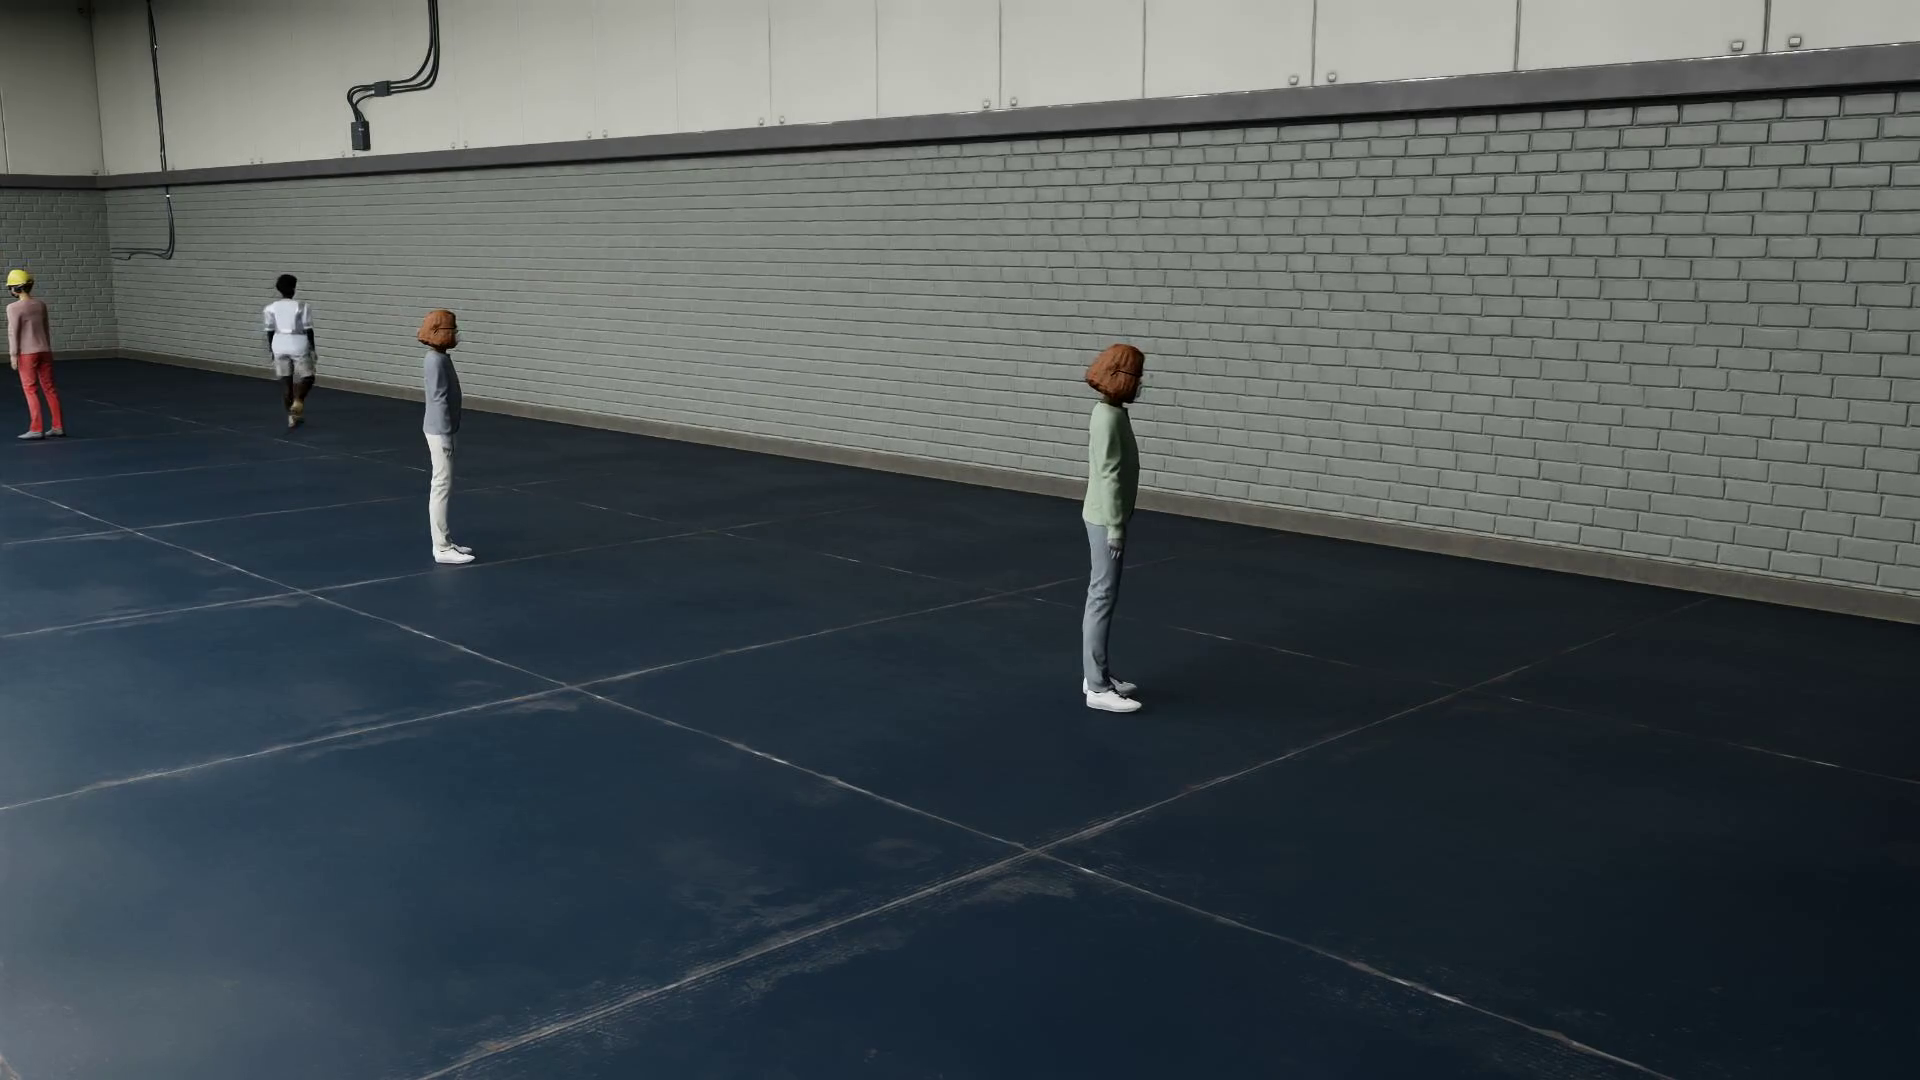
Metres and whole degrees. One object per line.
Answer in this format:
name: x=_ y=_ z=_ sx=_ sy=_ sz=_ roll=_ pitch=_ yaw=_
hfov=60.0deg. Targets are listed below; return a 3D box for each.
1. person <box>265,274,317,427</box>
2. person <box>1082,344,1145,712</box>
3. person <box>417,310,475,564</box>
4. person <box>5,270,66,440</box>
person: x=-7.393 y=-2.094 z=18.392 sx=0.552 sy=1.684 sz=0.395 roll=0 pitch=10 yaw=2
person: x=0.688 y=-0.064 z=7.488 sx=0.282 sy=1.633 sz=0.498 roll=1 pitch=10 yaw=4
person: x=-3.351 y=-0.678 z=10.834 sx=0.280 sy=1.634 sz=0.498 roll=-3 pitch=11 yaw=-17
person: x=-9.717 y=-1.934 z=17.375 sx=0.374 sy=1.756 sz=0.536 roll=3 pitch=11 yaw=14
